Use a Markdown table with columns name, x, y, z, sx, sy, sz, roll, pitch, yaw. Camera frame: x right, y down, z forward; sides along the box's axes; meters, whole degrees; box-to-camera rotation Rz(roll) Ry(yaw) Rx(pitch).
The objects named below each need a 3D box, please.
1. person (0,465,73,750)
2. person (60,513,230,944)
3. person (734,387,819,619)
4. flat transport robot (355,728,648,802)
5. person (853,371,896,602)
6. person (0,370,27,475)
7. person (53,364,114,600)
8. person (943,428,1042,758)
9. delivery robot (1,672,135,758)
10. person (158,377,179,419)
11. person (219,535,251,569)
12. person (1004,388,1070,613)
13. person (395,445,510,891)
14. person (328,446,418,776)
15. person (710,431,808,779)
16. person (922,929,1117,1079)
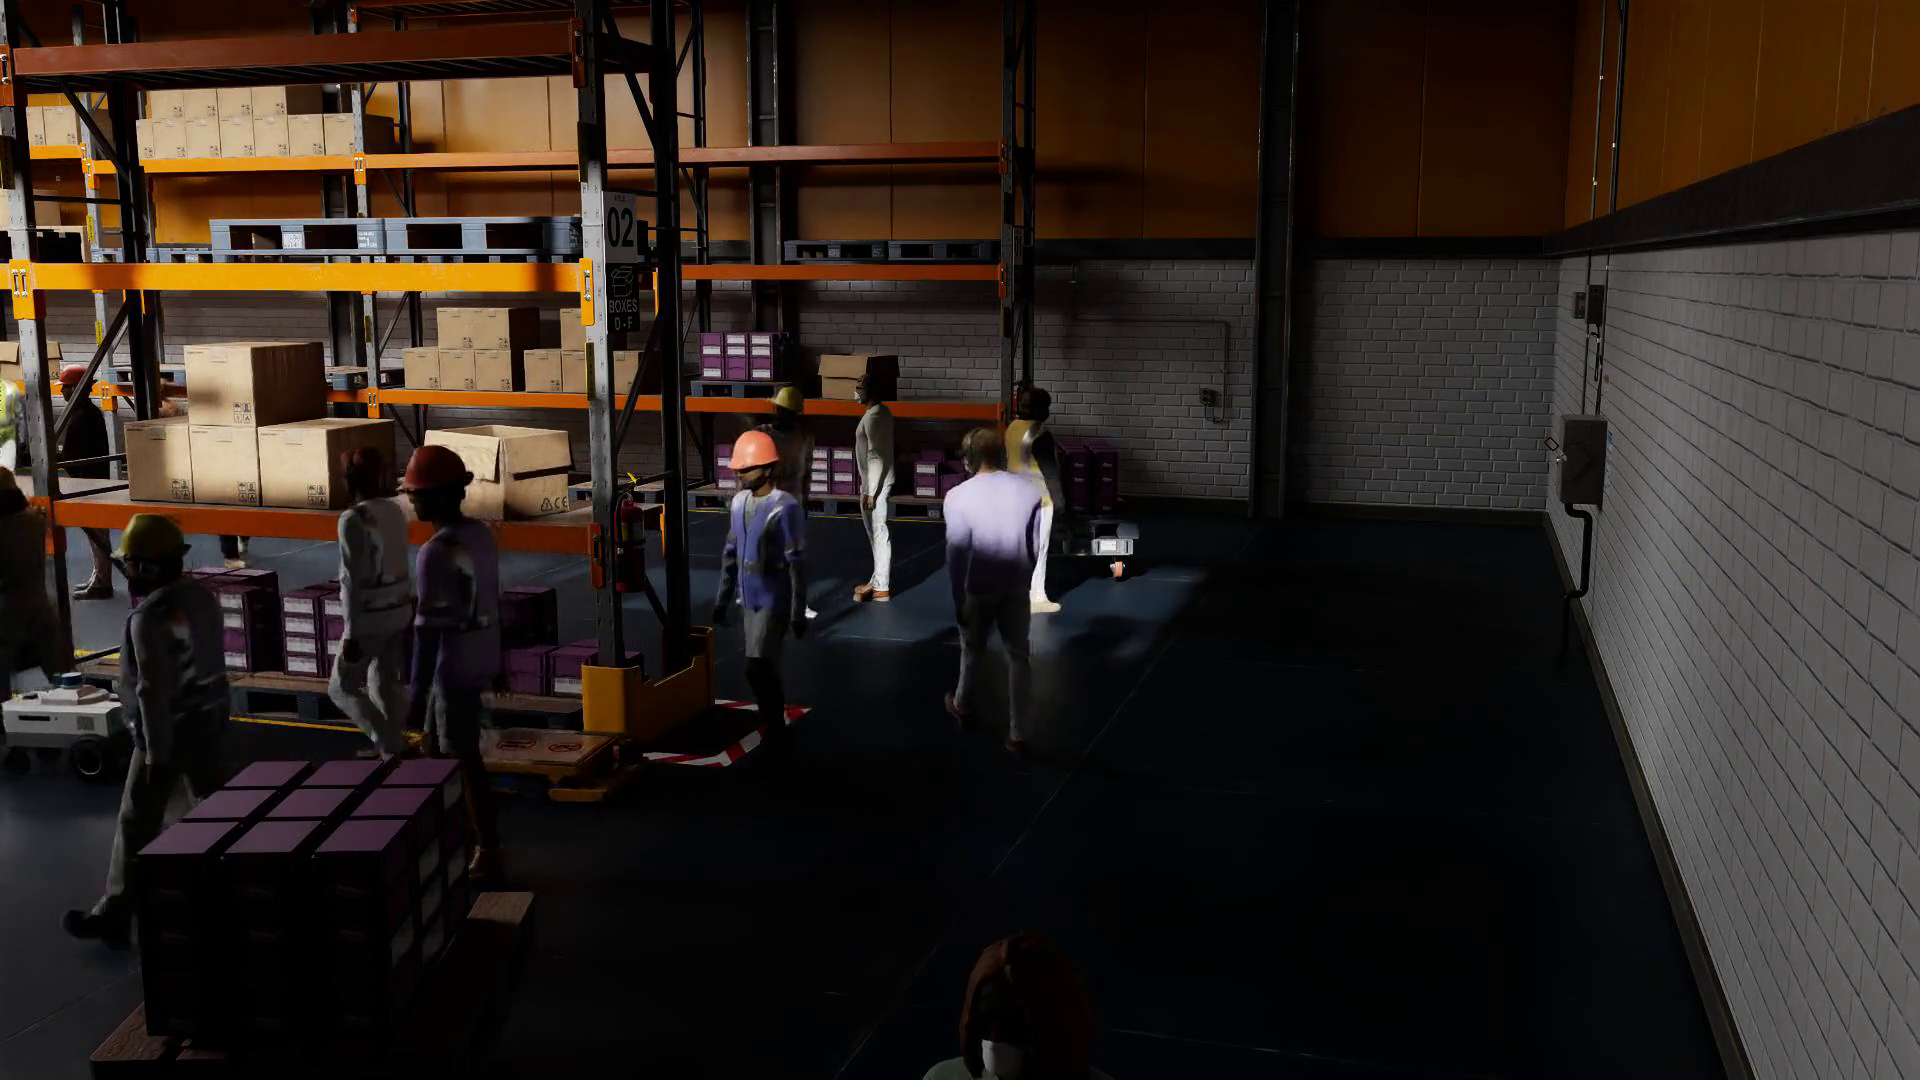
| name | x | y | z | sx | sy | sz | roll | pitch | yaw |
| --- | --- | --- | --- | --- | --- | --- | --- | --- | --- |
| person | -5.345 | 0.407 | 9.519 | 0.873 | 1.702 | 0.486 | 4 | 10 | 23 |
| person | -3.376 | 0.786 | 6.897 | 0.820 | 1.802 | 0.621 | 1 | 9 | 4 |
| person | -1.506 | -0.326 | 13.552 | 0.655 | 1.861 | 0.941 | -3 | 10 | -17 |
| flat transport robot | -2.492 | 1.201 | 9.037 | 1.431 | 0.197 | 0.652 | 2 | 9 | 10 |
| person | -0.728 | -0.447 | 14.016 | 0.373 | 1.940 | 0.628 | 0 | 9 | 1 |
| person | -10.692 | -1.090 | 18.383 | 0.660 | 1.783 | 0.991 | -5 | 11 | -29 |
| person | -7.426 | -0.496 | 14.141 | 0.379 | 1.995 | 0.612 | -4 | 10 | -24 |
| person | 0.172 | 0.277 | 9.791 | 0.657 | 1.871 | 1.019 | -3 | 10 | -18 |
| delivery robot | -4.918 | 0.979 | 9.239 | 0.707 | 0.478 | 0.477 | 1 | 9 | 7 |
| person | -8.607 | -0.960 | 18.101 | 0.418 | 1.628 | 0.527 | 0 | 9 | 1 |
| person | -6.796 | -0.758 | 15.597 | 0.708 | 2.000 | 0.660 | -9 | 13 | -43 |
| person | 0.605 | -0.319 | 13.559 | 0.430 | 1.840 | 0.646 | -4 | 10 | -23 |
| person | -2.297 | 0.587 | 7.413 | 0.587 | 2.027 | 0.620 | 1 | 9 | 4 |
| person | -3.129 | 0.434 | 8.841 | 0.409 | 1.871 | 0.599 | 2 | 10 | 12 |
| person | -1.156 | 0.355 | 9.191 | 0.605 | 1.916 | 0.562 | -8 | 12 | -39 |
| person | 0.136 | 1.503 | 3.082 | 0.503 | 1.626 | 0.283 | 5 | 10 | 27 |
